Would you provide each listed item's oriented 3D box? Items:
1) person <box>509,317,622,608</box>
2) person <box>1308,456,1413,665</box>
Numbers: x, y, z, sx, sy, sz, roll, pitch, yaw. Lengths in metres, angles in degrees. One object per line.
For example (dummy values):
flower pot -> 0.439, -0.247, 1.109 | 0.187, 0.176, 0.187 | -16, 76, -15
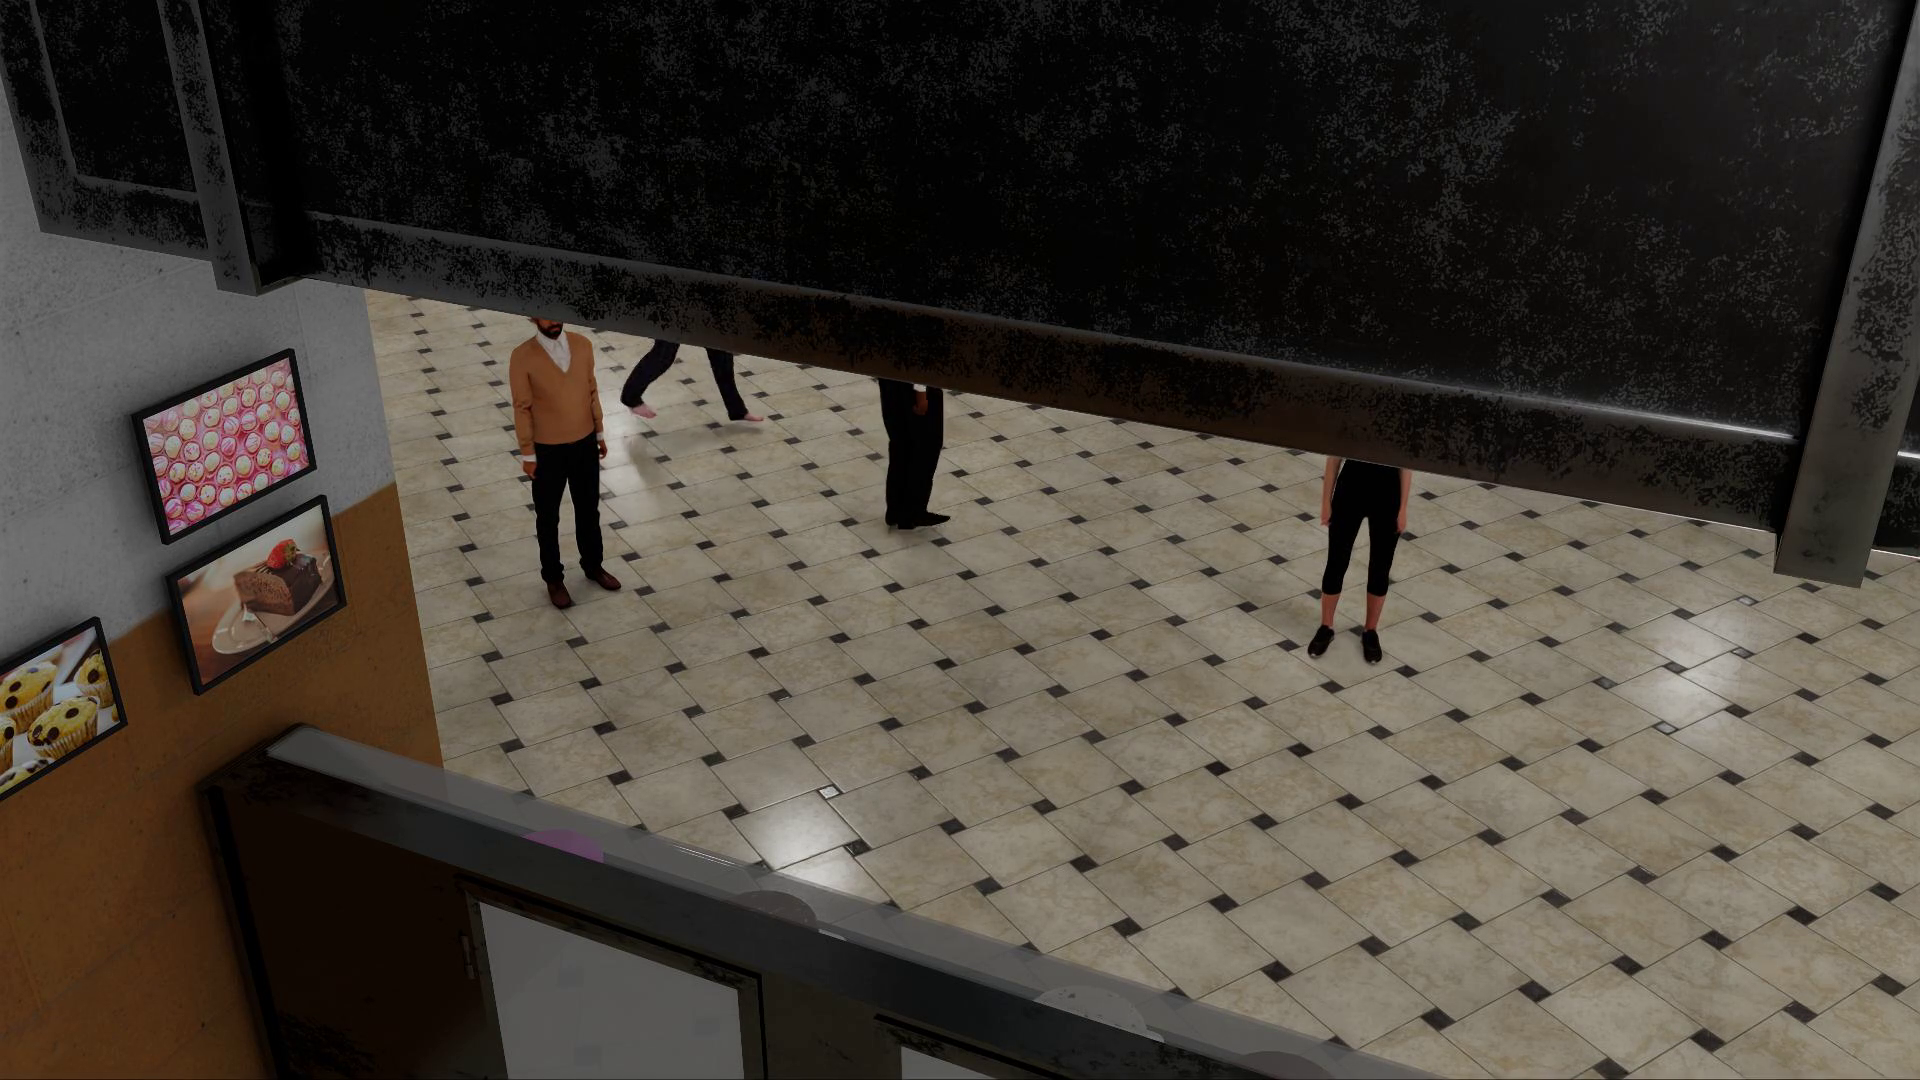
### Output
person -> -2.148, -0.515, 8.994 | 0.670, 1.754, 0.807 | -21, 34, -36
person -> 2.059, -0.191, 8.389 | 0.614, 1.724, 0.567 | 7, 28, 13
